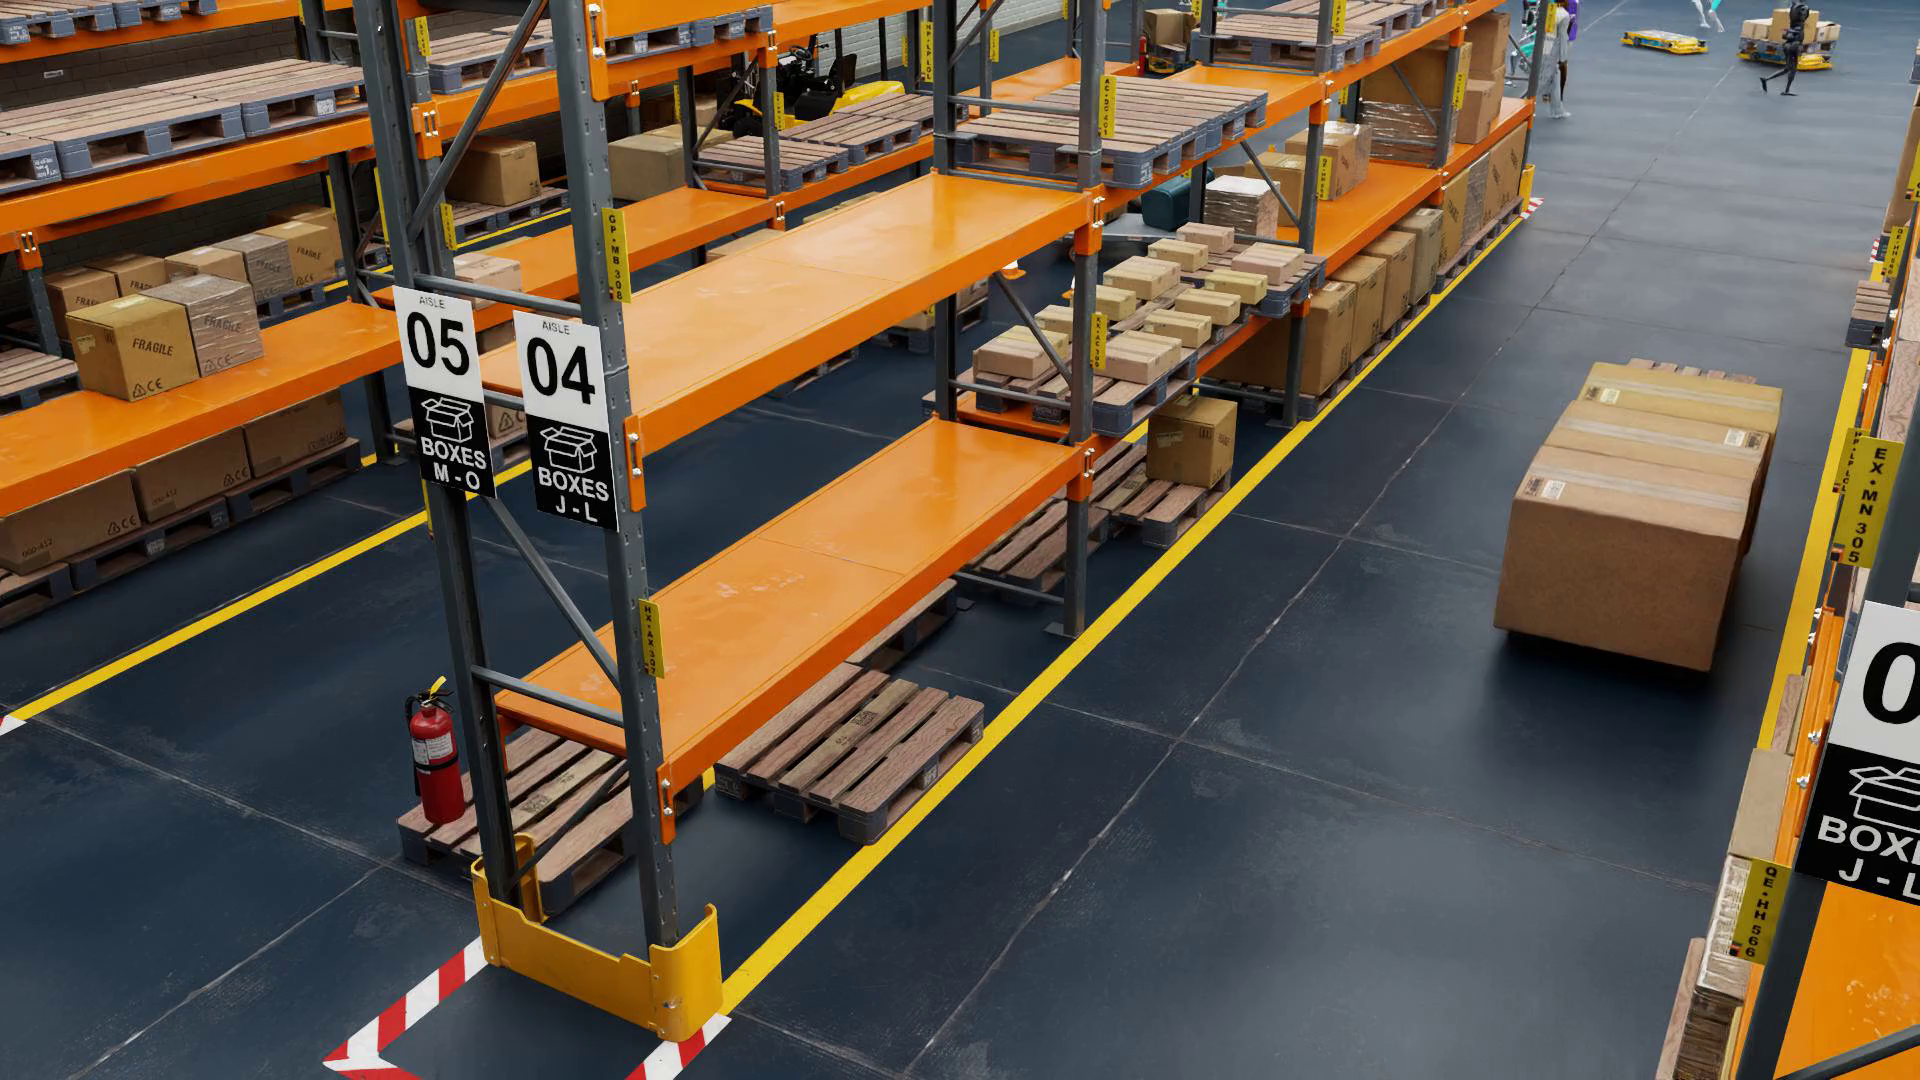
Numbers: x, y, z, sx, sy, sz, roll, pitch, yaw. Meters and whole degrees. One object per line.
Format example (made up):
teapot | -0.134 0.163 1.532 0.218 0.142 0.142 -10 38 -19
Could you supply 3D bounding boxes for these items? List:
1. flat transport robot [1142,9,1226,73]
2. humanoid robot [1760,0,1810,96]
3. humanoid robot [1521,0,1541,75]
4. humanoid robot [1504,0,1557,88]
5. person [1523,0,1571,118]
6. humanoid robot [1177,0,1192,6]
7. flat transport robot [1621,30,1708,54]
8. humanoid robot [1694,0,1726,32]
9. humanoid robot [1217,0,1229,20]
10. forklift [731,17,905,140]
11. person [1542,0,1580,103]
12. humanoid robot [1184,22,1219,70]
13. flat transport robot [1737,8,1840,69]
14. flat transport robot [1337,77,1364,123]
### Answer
flat transport robot | 3.796 -8.091 28.155 1.431 0.231 0.659 -12 28 -23
humanoid robot | 12.894 -7.766 25.865 0.561 1.633 0.593 4 26 8
humanoid robot | 9.598 -8.563 27.424 0.542 1.775 0.670 -17 31 -31
humanoid robot | 8.961 -7.957 26.227 1.007 1.760 0.534 -3 26 -5
person | 8.571 -7.081 24.227 0.935 1.861 0.614 -3 26 -7
humanoid robot | 4.575 -11.765 33.947 0.735 1.673 0.533 -18 31 -33
flat transport robot | 12.723 -9.005 30.053 0.659 0.231 1.431 -11 28 -21
humanoid robot | 14.352 -10.525 31.549 0.909 1.783 0.541 1 26 3
humanoid robot | 4.710 -10.020 30.474 0.815 1.754 0.543 -19 32 -34
forklift | -1.819 -5.975 21.543 2.313 2.155 1.214 14 29 26
person | 9.182 -7.659 25.311 0.371 1.958 0.602 8 27 17
humanoid robot | 3.301 -6.196 22.604 0.607 1.642 0.416 19 32 34
flat transport robot | 14.235 -8.329 28.649 0.659 0.231 1.431 -11 28 -22
flat transport robot | 6.176 -5.973 23.753 0.659 0.231 1.431 -18 31 -33
